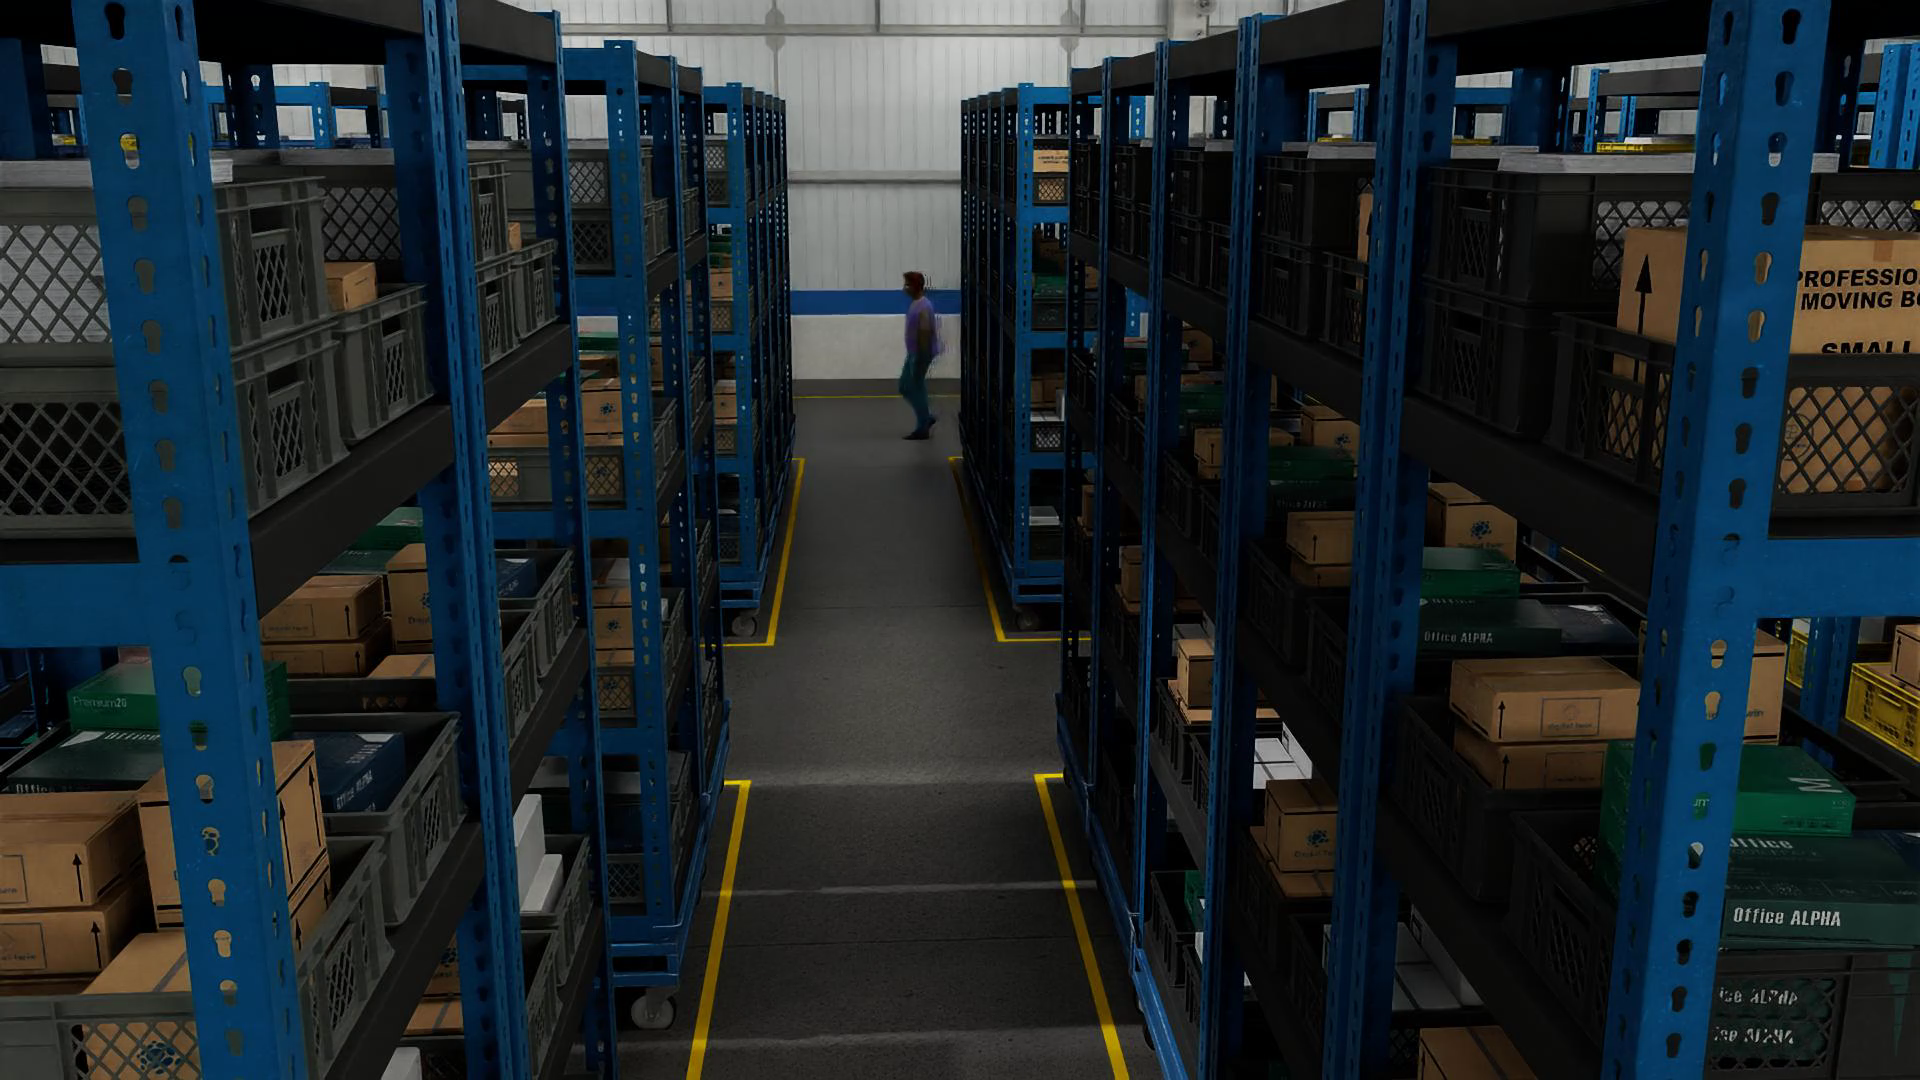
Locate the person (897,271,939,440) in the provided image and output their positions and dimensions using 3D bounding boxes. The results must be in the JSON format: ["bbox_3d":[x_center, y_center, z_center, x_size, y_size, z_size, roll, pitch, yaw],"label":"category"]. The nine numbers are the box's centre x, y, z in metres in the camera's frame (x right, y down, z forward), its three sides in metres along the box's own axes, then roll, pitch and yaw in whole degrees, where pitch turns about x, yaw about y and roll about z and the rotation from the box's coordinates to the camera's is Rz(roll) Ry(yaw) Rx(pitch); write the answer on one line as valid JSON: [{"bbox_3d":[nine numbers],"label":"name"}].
[{"bbox_3d":[-0.458,-1.989,18.026,0.445,1.833,0.572,-3,14,-12],"label":"person"}]
